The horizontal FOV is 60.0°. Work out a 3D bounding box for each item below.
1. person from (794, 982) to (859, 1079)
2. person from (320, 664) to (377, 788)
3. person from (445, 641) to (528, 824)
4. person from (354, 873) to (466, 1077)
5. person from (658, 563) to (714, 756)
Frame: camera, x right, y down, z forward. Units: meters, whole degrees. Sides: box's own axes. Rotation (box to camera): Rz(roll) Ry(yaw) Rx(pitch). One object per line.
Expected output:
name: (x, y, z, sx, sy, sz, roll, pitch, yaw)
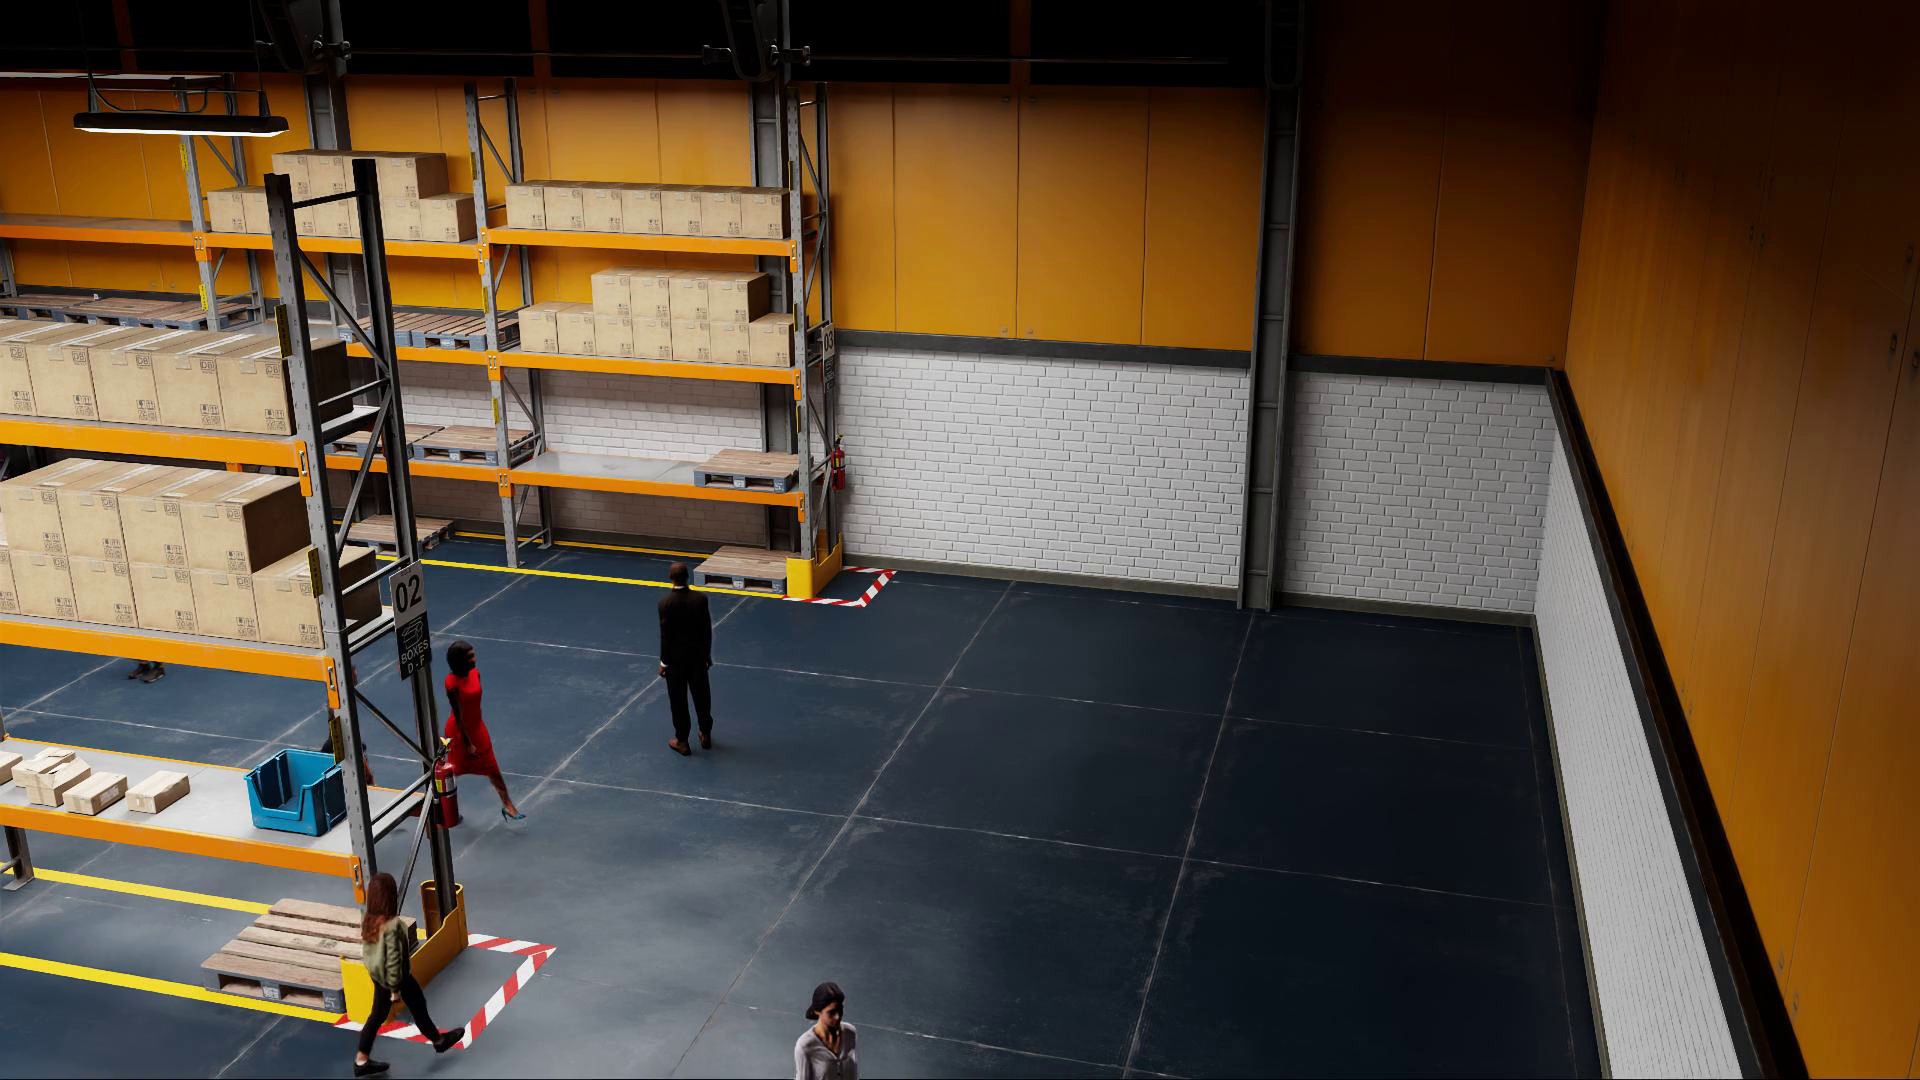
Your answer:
person: (-0.829, 3.333, 9.656, 0.975, 1.751, 1.053, -12, 22, -31)
person: (-5.376, 1.847, 14.246, 1.211, 1.636, 1.058, -6, 20, -17)
person: (-4.399, 1.707, 14.552, 1.121, 1.706, 0.718, 9, 21, 25)
person: (-3.915, 2.972, 11.227, 1.016, 1.431, 1.030, -14, 23, -36)
person: (-2.632, 1.125, 15.975, 0.791, 1.902, 0.858, -10, 21, -27)
